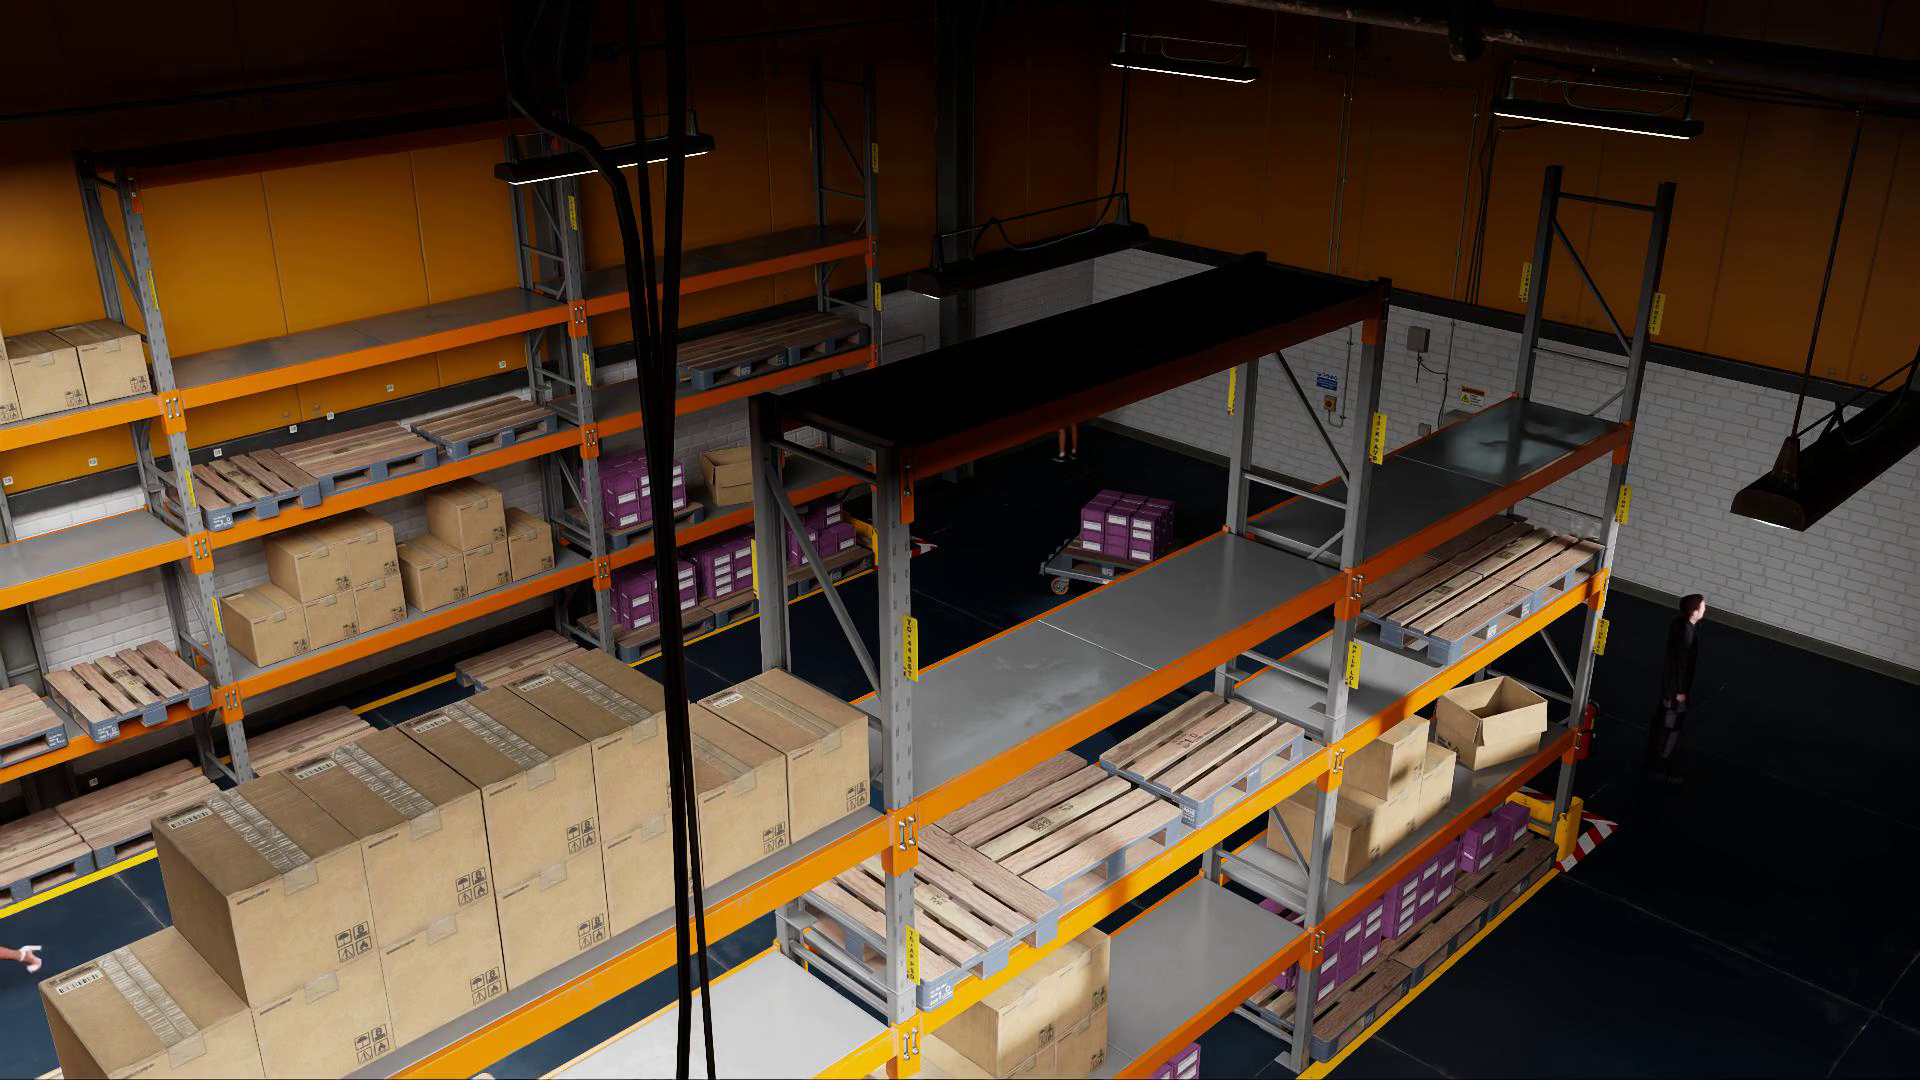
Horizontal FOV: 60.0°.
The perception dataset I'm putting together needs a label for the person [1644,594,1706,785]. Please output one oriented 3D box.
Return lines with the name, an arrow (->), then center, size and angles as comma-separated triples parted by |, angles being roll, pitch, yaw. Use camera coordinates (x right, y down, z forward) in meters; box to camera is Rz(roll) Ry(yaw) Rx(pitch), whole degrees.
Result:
person -> 6.832, 1.376, 15.830 | 0.840, 1.919, 0.718 | 6, 24, 13
